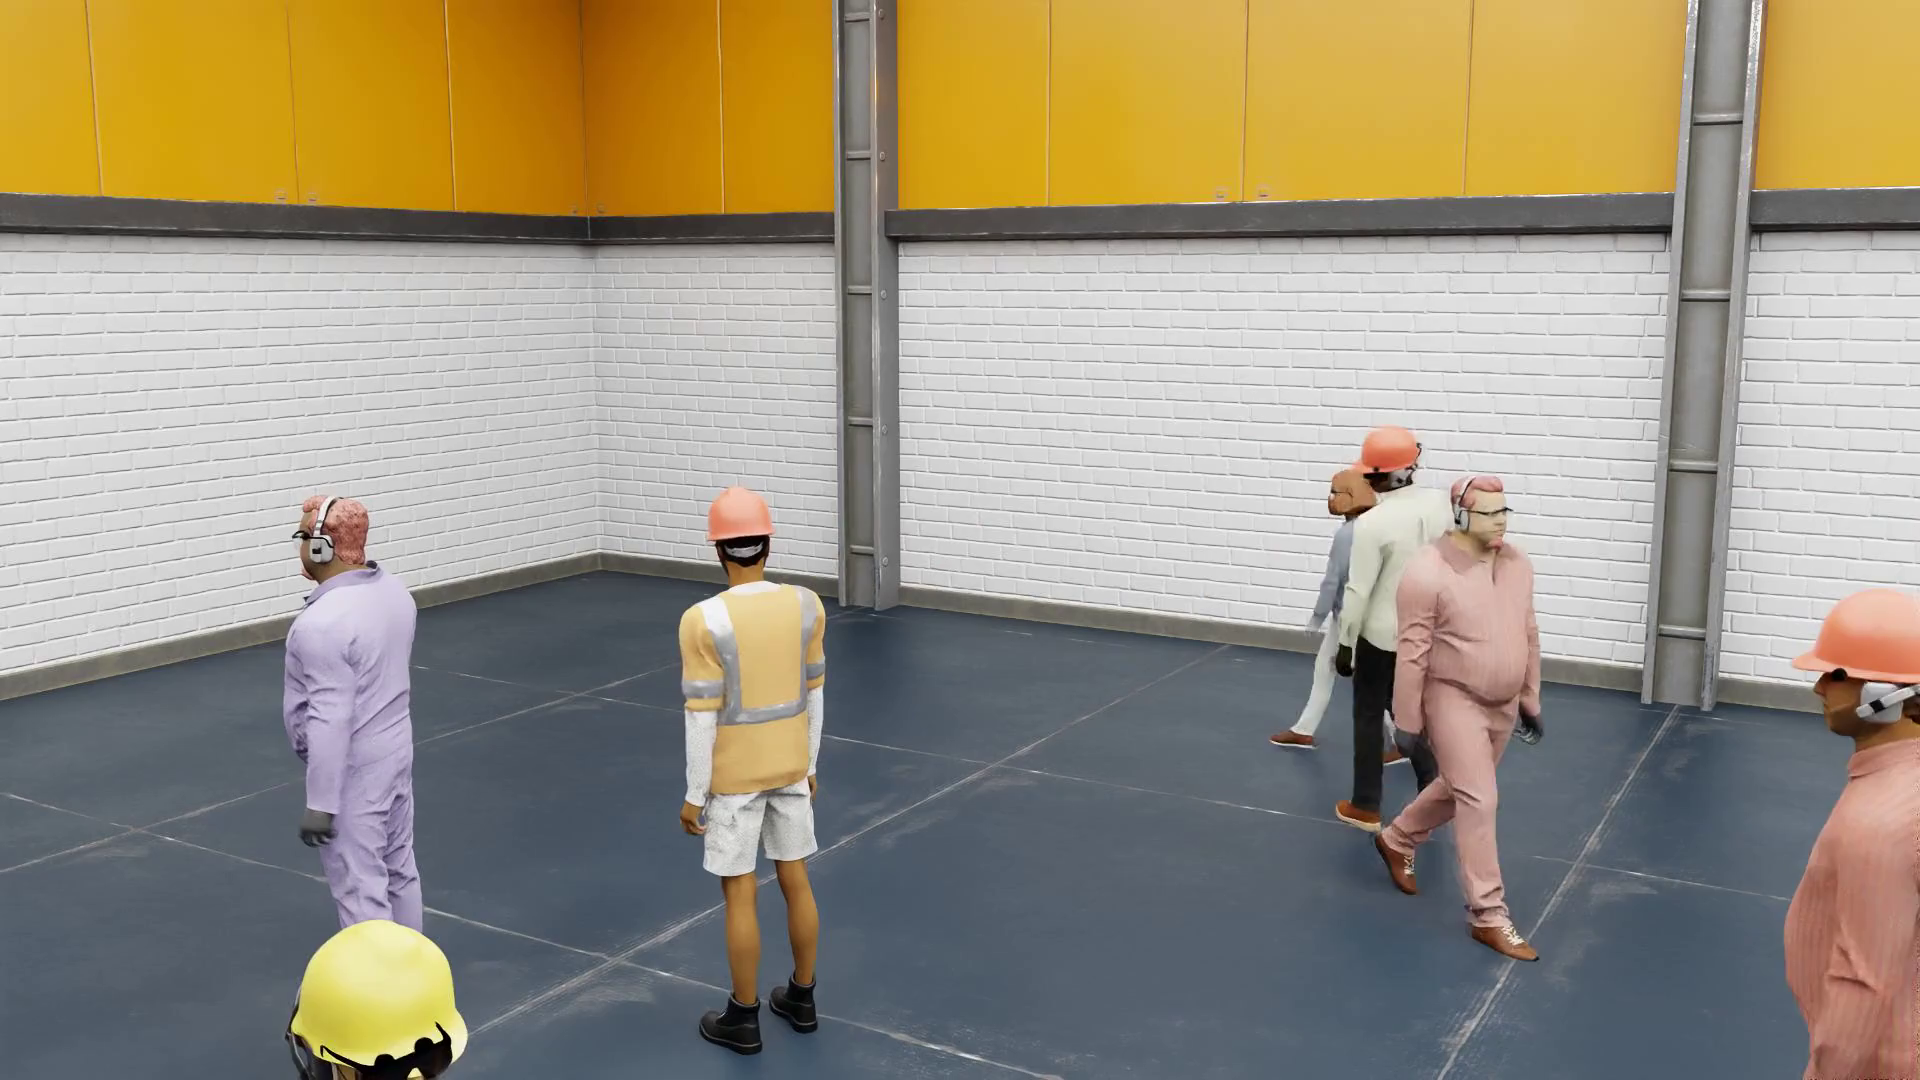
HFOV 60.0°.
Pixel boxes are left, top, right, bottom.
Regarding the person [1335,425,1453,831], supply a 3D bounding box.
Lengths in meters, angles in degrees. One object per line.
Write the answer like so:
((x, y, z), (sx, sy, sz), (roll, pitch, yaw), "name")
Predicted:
((2.025, 0.422, 7.836), (0.649, 1.955, 0.488), (-5, 11, -30), "person")

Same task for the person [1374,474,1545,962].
((2.018, 0.647, 6.726), (0.641, 1.875, 0.946), (-5, 11, -30), "person")

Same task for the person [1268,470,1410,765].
((2.129, 0.412, 9.037), (0.846, 1.594, 0.499), (4, 10, 24), "person")

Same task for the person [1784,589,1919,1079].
((1.932, 1.086, 3.614), (0.435, 1.995, 0.615), (7, 11, 36), "person")

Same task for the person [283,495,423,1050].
((-2.090, 0.793, 5.688), (0.400, 1.910, 0.643), (1, 9, 5), "person")

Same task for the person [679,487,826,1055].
((-0.716, 0.782, 5.681), (0.543, 1.932, 0.376), (-7, 11, -37), "person")

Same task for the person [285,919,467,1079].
((-0.821, 1.389, 2.441), (0.345, 1.756, 0.518), (7, 11, 37), "person")
